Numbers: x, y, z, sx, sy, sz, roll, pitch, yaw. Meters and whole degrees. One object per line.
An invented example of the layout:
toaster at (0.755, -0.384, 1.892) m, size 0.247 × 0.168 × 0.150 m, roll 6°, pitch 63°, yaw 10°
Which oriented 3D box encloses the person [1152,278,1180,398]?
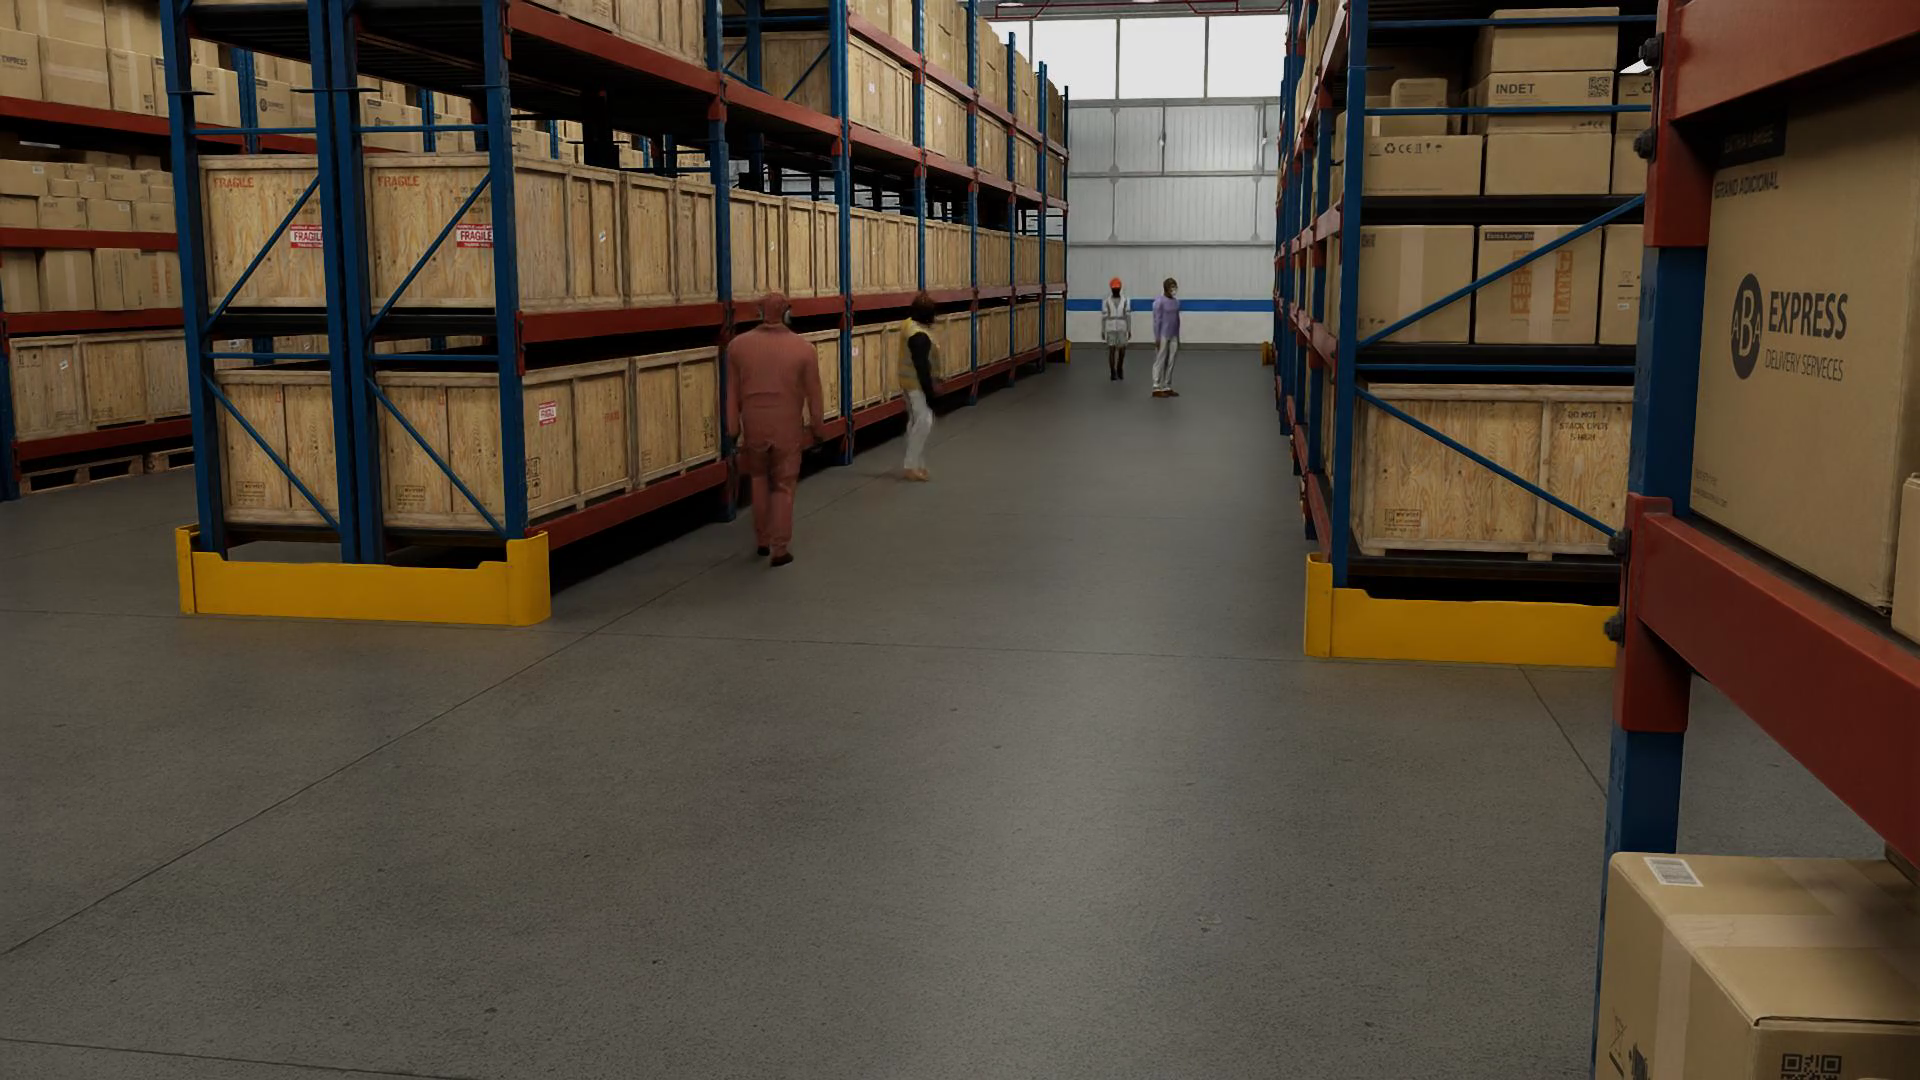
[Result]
person at (3.341, -3.262, 26.883) m, size 0.367 × 1.932 × 0.636 m, roll 9°, pitch 13°, yaw 44°

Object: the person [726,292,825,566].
person at (-1.268, -0.782, 11.629) m, size 0.673 × 1.879 × 0.729 m, roll 1°, pitch 9°, yaw 8°

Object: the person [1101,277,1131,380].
person at (2.902, -3.920, 30.962) m, size 0.581 × 1.917 × 0.553 m, roll 0°, pitch 9°, yaw 2°

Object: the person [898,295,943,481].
person at (-0.379, -1.477, 16.216) m, size 0.432 × 1.807 × 0.694 m, roll -2°, pitch 9°, yaw -9°
